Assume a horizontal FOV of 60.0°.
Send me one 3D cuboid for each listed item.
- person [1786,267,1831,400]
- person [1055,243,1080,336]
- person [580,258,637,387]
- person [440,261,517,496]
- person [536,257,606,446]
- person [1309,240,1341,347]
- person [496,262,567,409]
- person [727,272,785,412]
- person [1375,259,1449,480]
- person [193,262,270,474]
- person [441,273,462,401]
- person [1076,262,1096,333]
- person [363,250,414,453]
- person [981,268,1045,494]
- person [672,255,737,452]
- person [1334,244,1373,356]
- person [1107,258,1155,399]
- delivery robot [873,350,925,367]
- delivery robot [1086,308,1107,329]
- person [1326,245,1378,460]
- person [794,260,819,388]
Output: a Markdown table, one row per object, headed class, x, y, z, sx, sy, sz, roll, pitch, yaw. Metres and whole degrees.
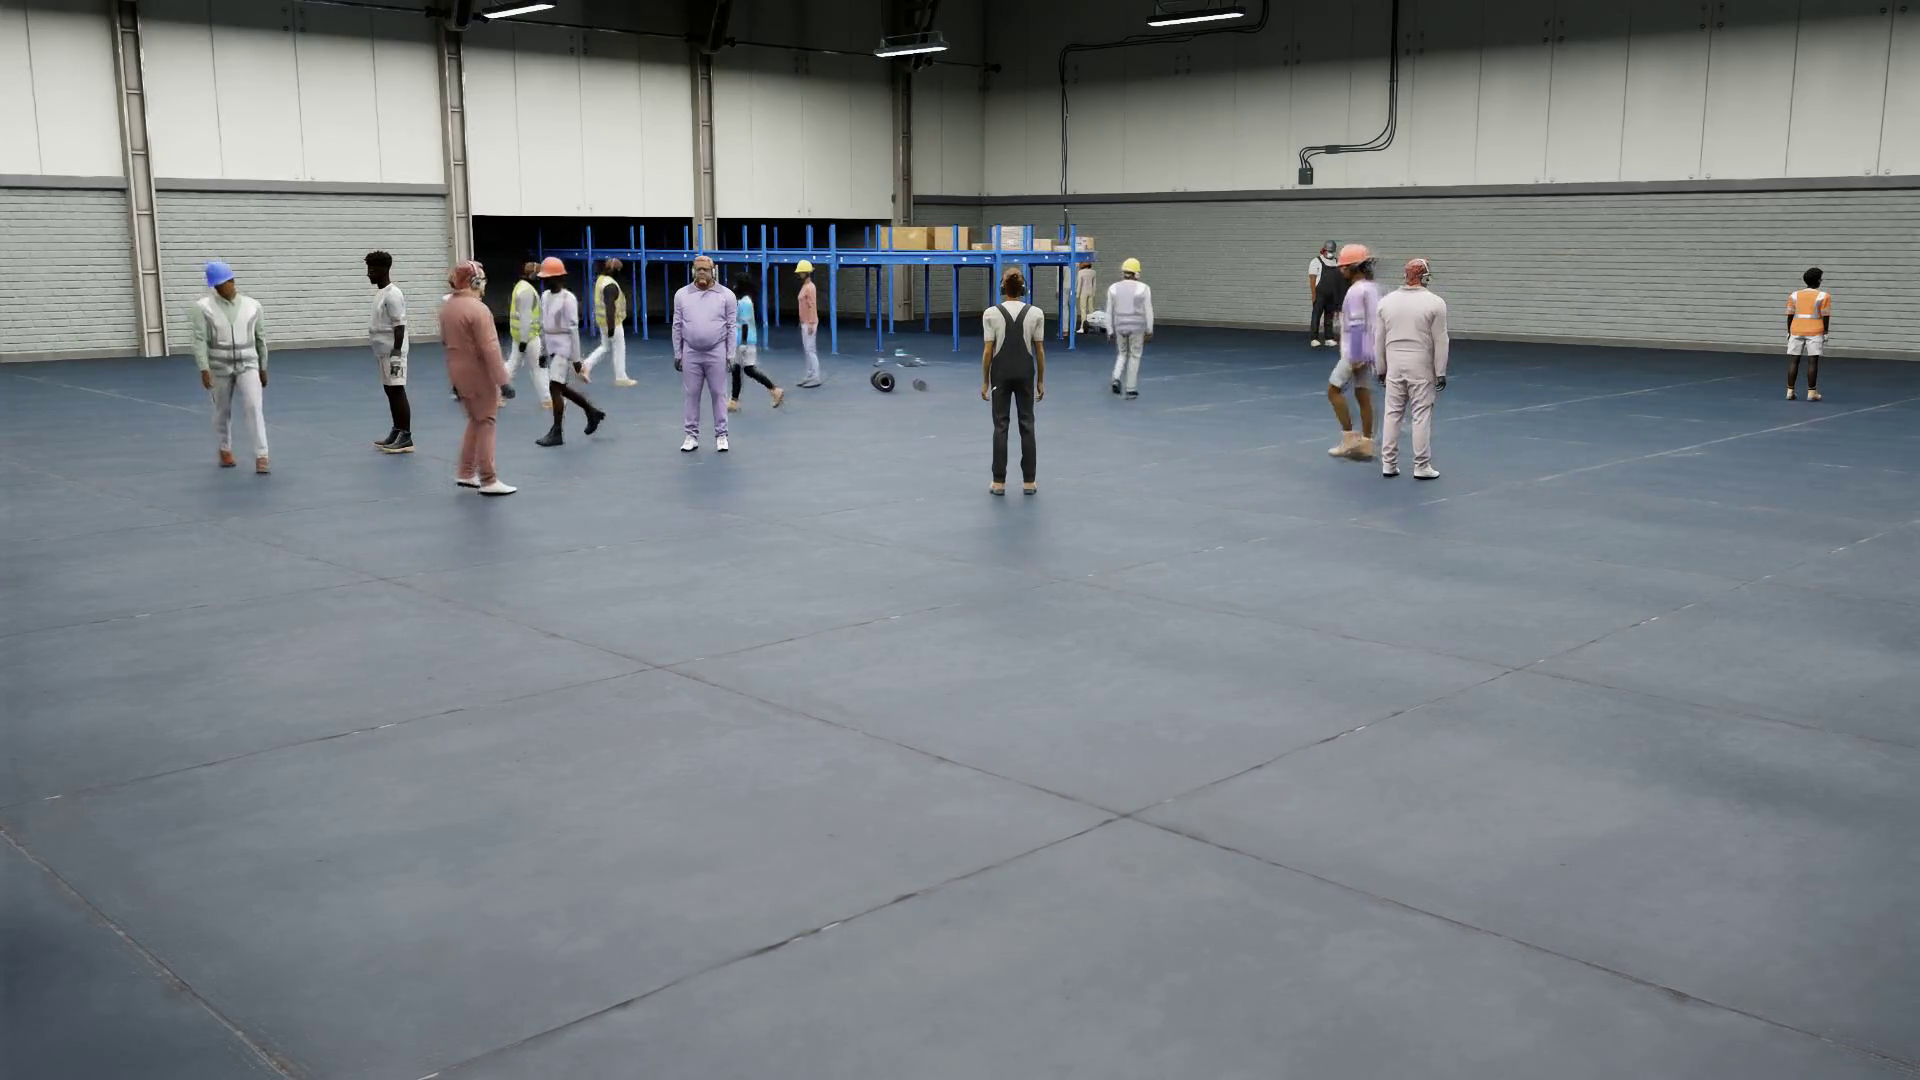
| class | x | y | z | sx | sy | sz | roll | pitch | yaw |
| --- | --- | --- | --- | --- | --- | --- | --- | --- | --- |
| person | 10.932 | -2.658 | 21.453 | 0.319 | 1.698 | 0.539 | -9 | 14 | -41 |
| person | 2.254 | -5.273 | 35.065 | 0.633 | 1.936 | 0.355 | -10 | 14 | -42 |
| person | -4.953 | -3.036 | 23.250 | 0.754 | 1.800 | 0.658 | -5 | 12 | -26 |
| person | -3.917 | -1.307 | 13.541 | 0.450 | 1.903 | 0.670 | -8 | 13 | -38 |
| person | -3.996 | -1.941 | 17.027 | 0.835 | 1.905 | 0.577 | -9 | 14 | -41 |
| person | 7.044 | -4.721 | 31.886 | 0.674 | 2.000 | 0.537 | -4 | 11 | -21 |
| person | -5.362 | -2.491 | 20.312 | 0.931 | 1.801 | 0.673 | -5 | 11 | -23 |
| person | -2.530 | -2.381 | 20.029 | 0.756 | 1.674 | 0.534 | -2 | 11 | -11 |
| person | 3.953 | -1.491 | 14.526 | 0.655 | 1.906 | 0.407 | 8 | 13 | 38 |
| person | -6.582 | -1.567 | 15.028 | 0.619 | 1.889 | 0.981 | -6 | 12 | -28 |
| person | -6.391 | -2.609 | 21.377 | 0.530 | 1.634 | 0.336 | -8 | 13 | -36 |
| person | 2.742 | -5.330 | 36.207 | 0.497 | 1.633 | 0.289 | -6 | 12 | -31 |
| person | -5.602 | -1.848 | 16.313 | 0.365 | 1.962 | 0.613 | -6 | 12 | -30 |
| person | 0.434 | -1.304 | 13.669 | 0.521 | 1.844 | 0.331 | -1 | 10 | -4 |
| person | -2.513 | -1.831 | 16.369 | 0.642 | 1.913 | 0.409 | 0 | 10 | 0 |
| person | 6.051 | -3.560 | 25.621 | 0.628 | 1.981 | 0.504 | 7 | 12 | 33 |
| person | 2.231 | -2.752 | 21.641 | 0.596 | 1.818 | 0.422 | 6 | 12 | 31 |
| delivery robot | -0.836 | -2.503 | 22.883 | 0.698 | 0.223 | 0.335 | -2 | 11 | -11 |
| delivery robot | 2.998 | -4.777 | 35.990 | 0.477 | 0.478 | 0.707 | -3 | 11 | -17 |
| person | 3.717 | -1.770 | 15.736 | 0.558 | 2.016 | 0.605 | 7 | 13 | 35 |
| person | -2.151 | -3.029 | 23.297 | 0.327 | 1.765 | 0.533 | -3 | 11 | -15 |
